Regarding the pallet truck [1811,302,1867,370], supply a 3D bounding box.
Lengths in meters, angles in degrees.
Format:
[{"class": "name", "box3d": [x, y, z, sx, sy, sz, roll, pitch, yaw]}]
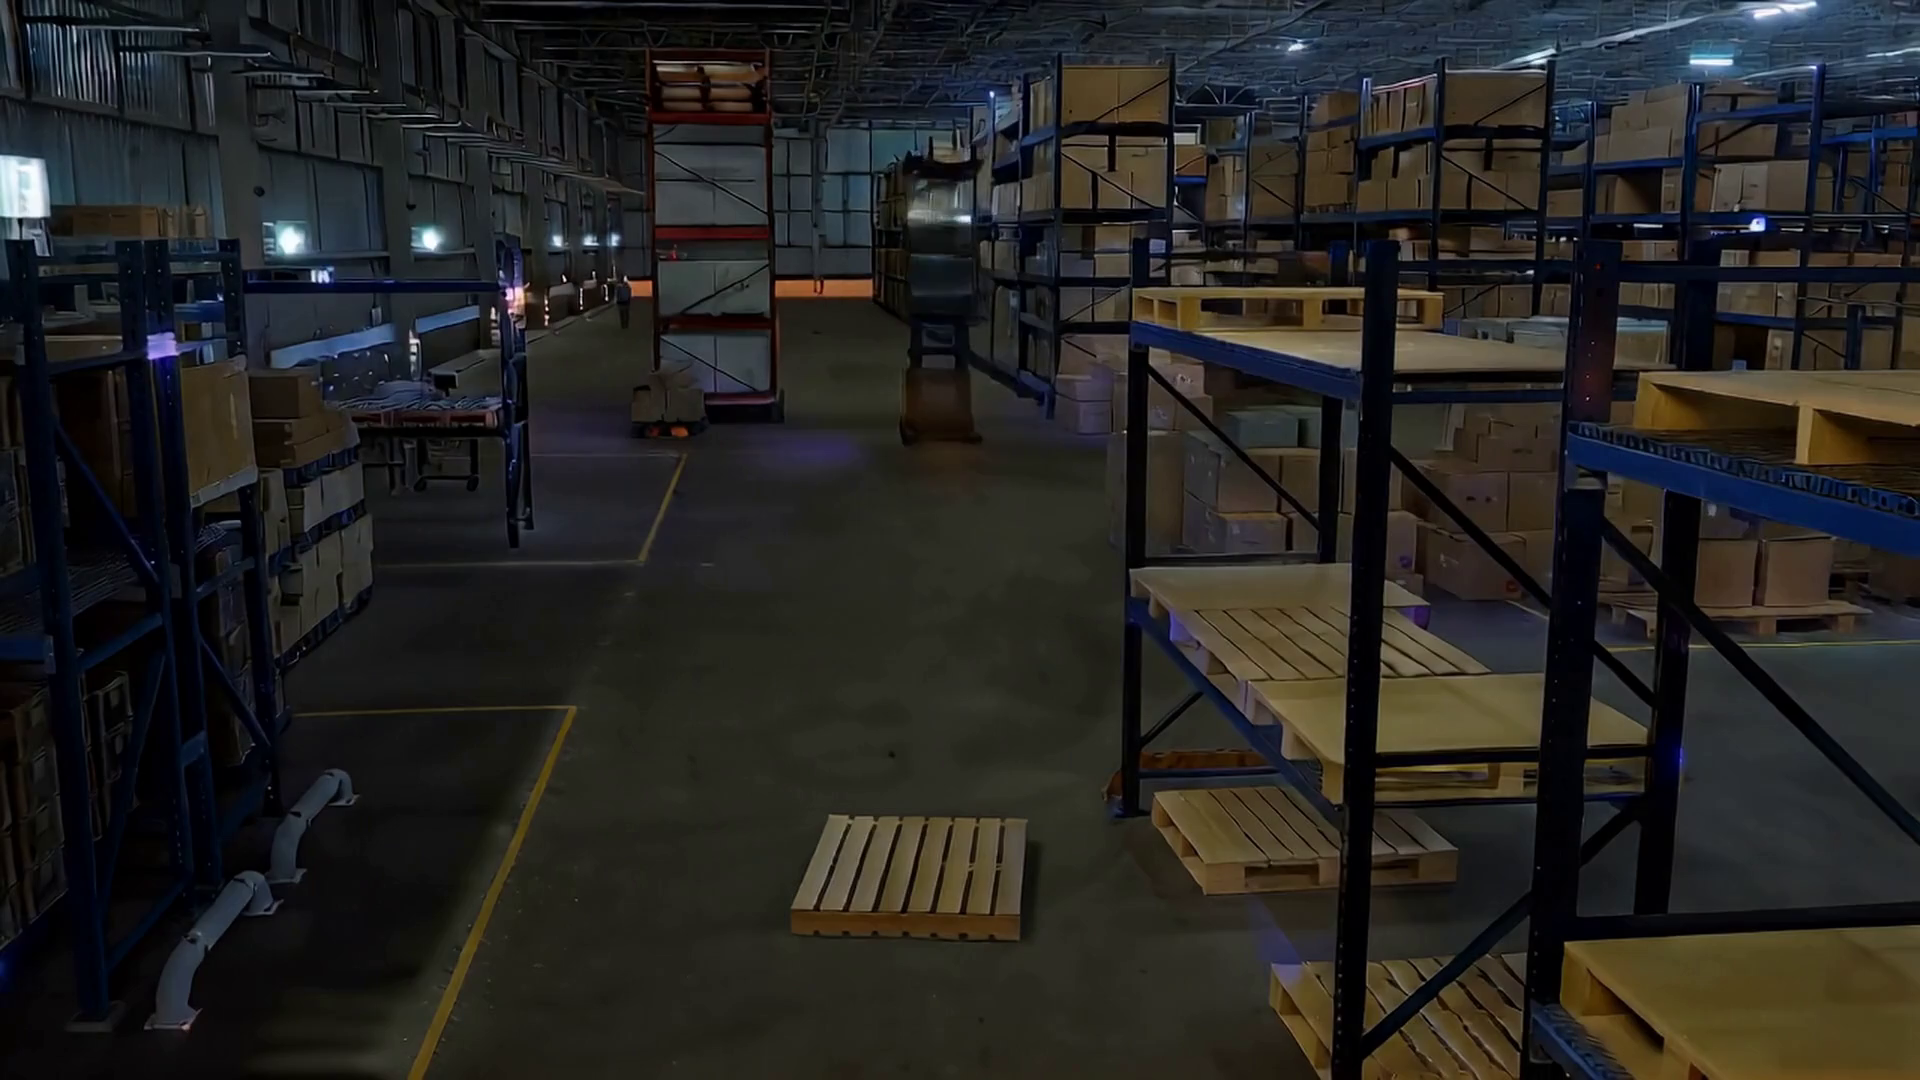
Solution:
[{"class": "pallet truck", "box3d": [15.846, -3.142, 28.793, 1.885, 1.965, 0.823, 2, 10, 12]}]

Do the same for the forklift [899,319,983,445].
[{"class": "forklift", "box3d": [-0.327, -2.924, 25.135, 1.129, 2.768, 1.873, -1, 10, -6]}]

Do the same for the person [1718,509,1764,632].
[{"class": "person", "box3d": [6.142, -0.237, 12.917, 0.597, 1.916, 0.370, -10, 14, -43]}]

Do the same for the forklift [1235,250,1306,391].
[{"class": "forklift", "box3d": [6.628, -4.453, 33.609, 1.873, 2.768, 1.129, -1, 10, -6]}]

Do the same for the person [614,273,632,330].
[{"class": "person", "box3d": [-11.445, -8.099, 56.529, 0.588, 1.899, 0.593, -3, 11, -16]}]
